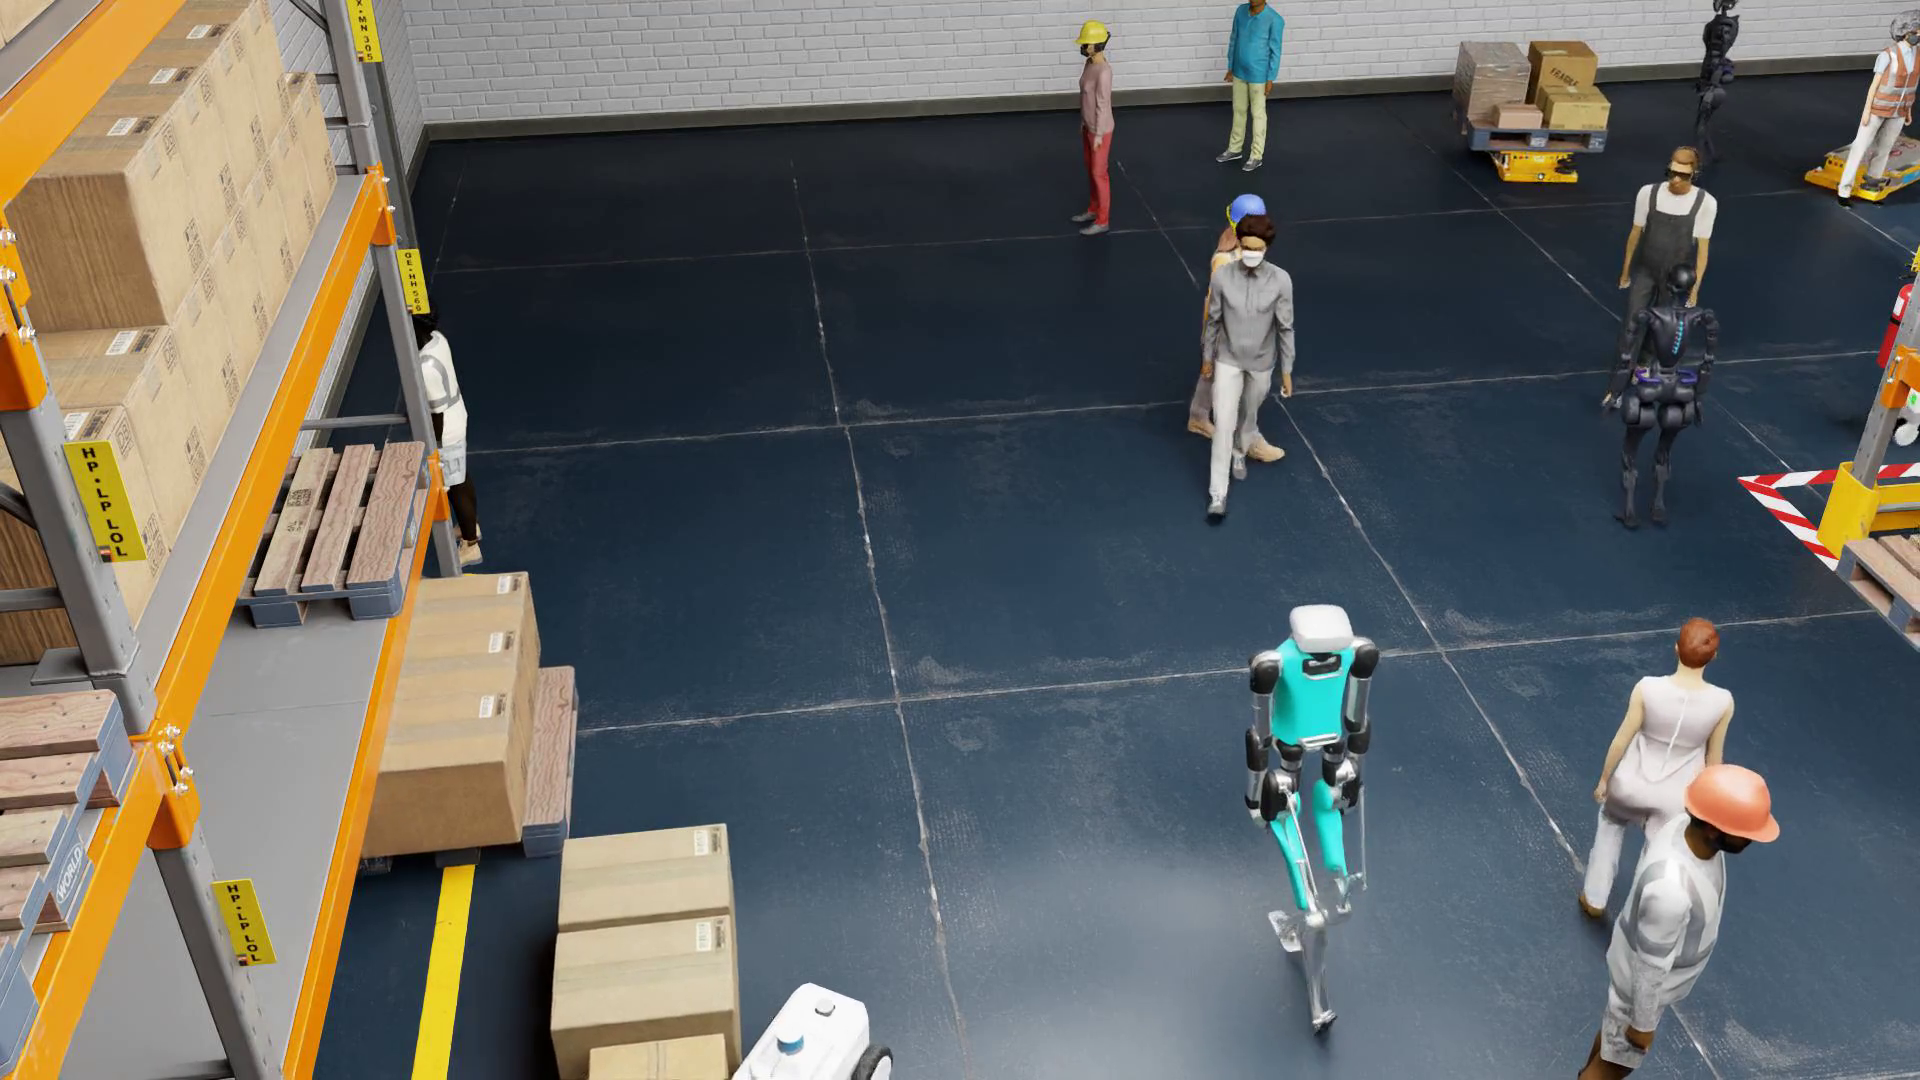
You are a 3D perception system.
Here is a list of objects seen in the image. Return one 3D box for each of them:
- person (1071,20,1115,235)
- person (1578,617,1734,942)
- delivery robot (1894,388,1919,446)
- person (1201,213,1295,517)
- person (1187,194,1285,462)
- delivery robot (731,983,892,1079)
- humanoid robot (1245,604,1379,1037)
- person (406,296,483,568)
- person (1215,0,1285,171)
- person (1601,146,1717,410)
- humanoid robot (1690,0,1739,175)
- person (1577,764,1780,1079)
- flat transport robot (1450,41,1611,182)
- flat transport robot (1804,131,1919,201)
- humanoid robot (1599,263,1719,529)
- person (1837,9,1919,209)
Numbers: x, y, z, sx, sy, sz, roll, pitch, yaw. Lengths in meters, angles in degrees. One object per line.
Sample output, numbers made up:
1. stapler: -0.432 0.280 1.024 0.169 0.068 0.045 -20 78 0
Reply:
1. person: 1.090 -3.390 13.686 0.336 1.757 0.516 -6 34 -10
2. person: 2.919 1.063 6.979 0.449 1.623 0.514 15 36 21
3. delivery robot: 6.526 -0.937 11.037 0.807 0.606 0.499 -5 33 -7
4. person: 1.726 -1.057 10.024 0.562 1.848 0.969 5 33 8
5. person: 1.825 -1.346 10.557 0.795 1.746 0.472 20 38 28
6. delivery robot: -0.627 2.086 6.411 0.499 0.613 0.811 15 36 21
7. humanoid robot: 1.492 1.200 6.702 0.546 1.790 0.914 -7 34 -10
8. person: -2.977 -0.630 9.511 0.316 1.696 0.539 -6 34 -10
9. person: 2.609 -4.221 14.962 0.332 1.749 0.571 -25 40 -33
10. person: 4.684 -1.754 11.139 0.533 1.793 0.951 16 36 23
11. humanoid robot: 6.765 -4.071 14.815 0.456 1.640 0.604 7 34 10
12. person: 2.523 1.553 5.962 0.390 1.927 0.539 20 38 28
13. flat transport robot: 5.243 -3.667 15.471 0.659 0.231 1.431 2 33 3
14. flat transport robot: 8.350 -3.396 15.057 1.431 0.231 0.659 -23 39 -31
15. humanoid robot: 4.143 -0.841 9.868 0.587 1.646 0.366 2 33 3
16. person: 7.889 -3.662 14.161 0.435 1.690 0.312 -4 33 -6
